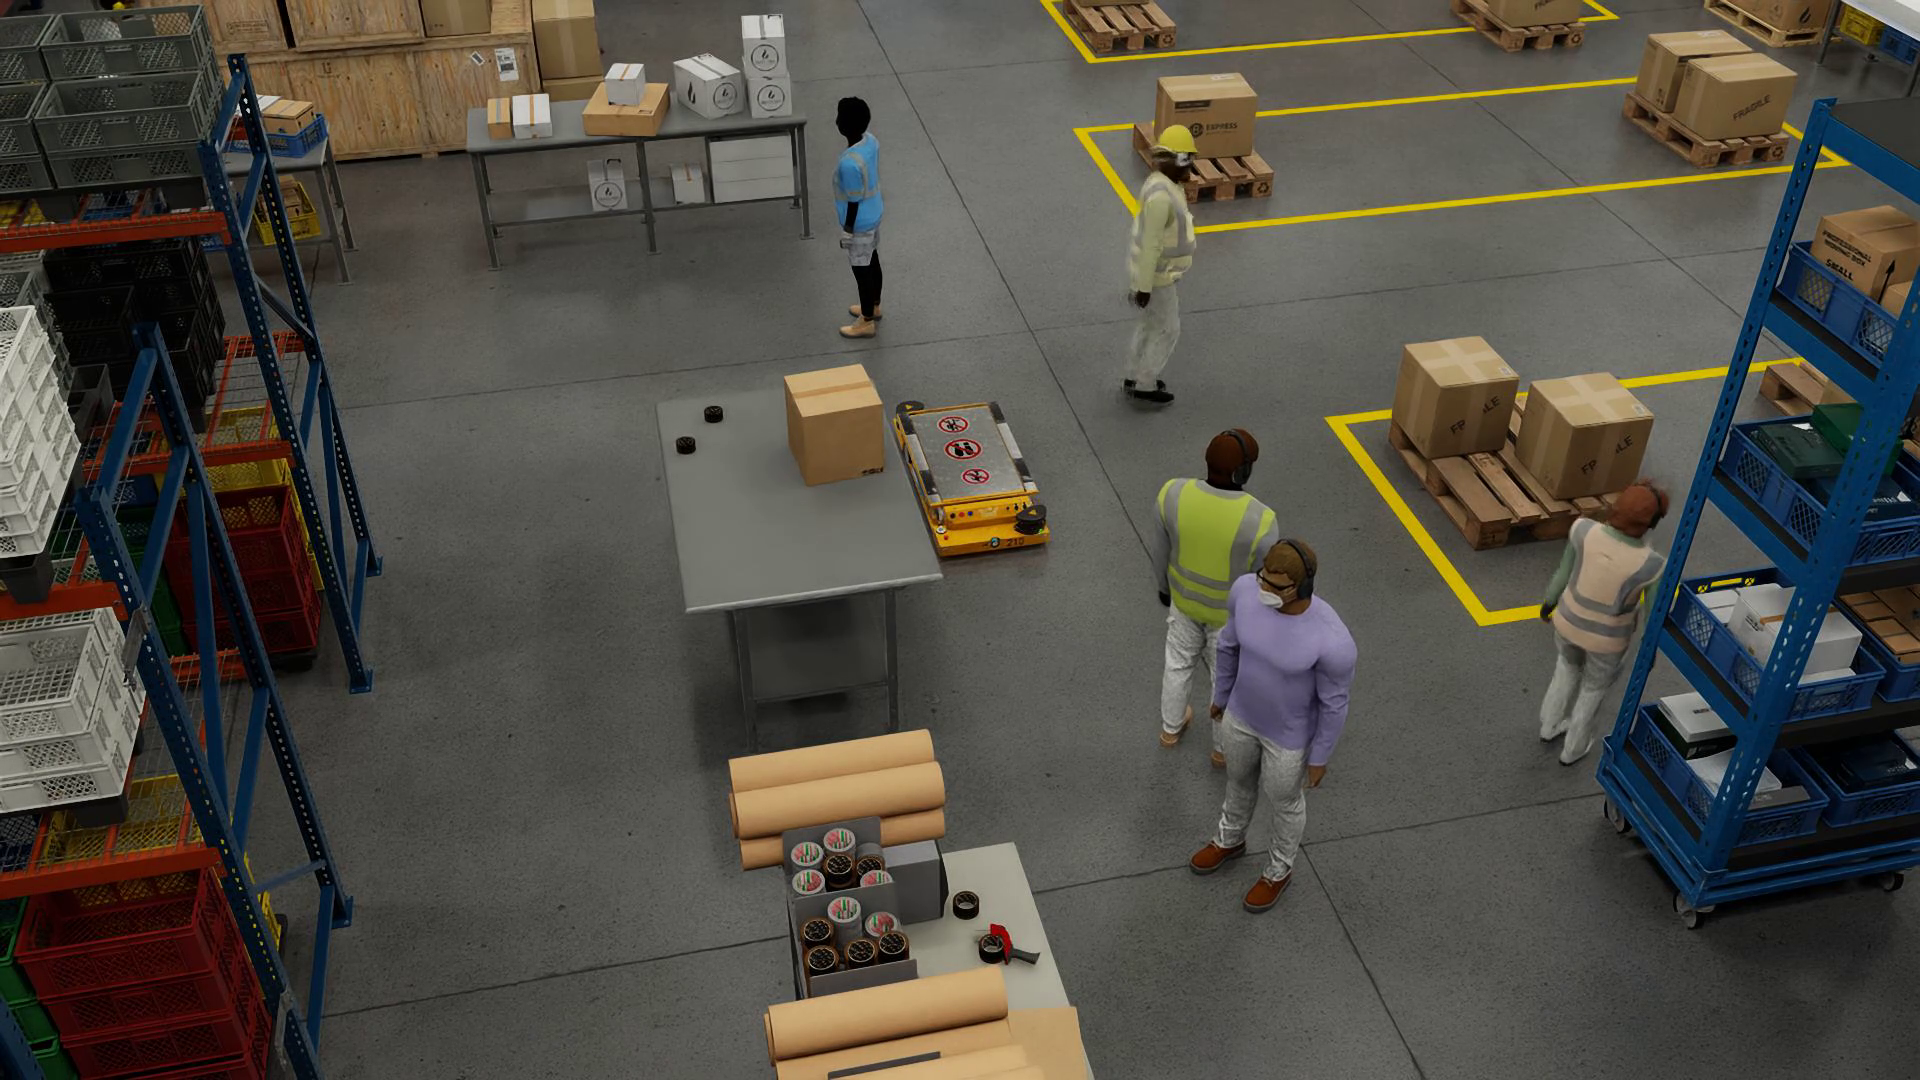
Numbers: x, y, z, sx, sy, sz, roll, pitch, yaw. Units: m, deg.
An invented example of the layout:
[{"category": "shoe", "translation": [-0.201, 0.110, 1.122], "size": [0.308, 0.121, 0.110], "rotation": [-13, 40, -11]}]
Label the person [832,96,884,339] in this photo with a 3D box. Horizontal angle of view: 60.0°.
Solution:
[{"category": "person", "translation": [-0.689, -2.181, 11.274], "size": [0.320, 1.697, 0.531], "rotation": [7, 37, 10]}]

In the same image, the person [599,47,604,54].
[{"category": "person", "translation": [-3.745, -5.437, 15.485], "size": [0.436, 1.905, 0.657], "rotation": [29, 46, 33]}]

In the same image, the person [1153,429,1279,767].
[{"category": "person", "translation": [1.206, 0.280, 7.853], "size": [0.619, 1.839, 0.430], "rotation": [21, 42, 26]}]

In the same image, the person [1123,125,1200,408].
[{"category": "person", "translation": [1.281, -1.733, 10.606], "size": [0.414, 1.774, 0.658], "rotation": [4, 37, 6]}]

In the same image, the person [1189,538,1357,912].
[{"category": "person", "translation": [1.324, 0.781, 7.093], "size": [0.356, 1.938, 0.638], "rotation": [-28, 45, -33]}]

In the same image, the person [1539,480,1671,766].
[{"category": "person", "translation": [3.000, 0.416, 7.846], "size": [0.592, 1.618, 0.373], "rotation": [31, 46, 35]}]

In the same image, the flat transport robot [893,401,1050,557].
[{"category": "flat transport robot", "translation": [0.046, -0.430, 10.108], "size": [0.652, 0.197, 1.431], "rotation": [-8, 37, -10]}]

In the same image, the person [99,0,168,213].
[{"category": "person", "translation": [-6.185, -3.315, 12.661], "size": [0.347, 1.866, 0.524], "rotation": [-27, 45, -32]}]
